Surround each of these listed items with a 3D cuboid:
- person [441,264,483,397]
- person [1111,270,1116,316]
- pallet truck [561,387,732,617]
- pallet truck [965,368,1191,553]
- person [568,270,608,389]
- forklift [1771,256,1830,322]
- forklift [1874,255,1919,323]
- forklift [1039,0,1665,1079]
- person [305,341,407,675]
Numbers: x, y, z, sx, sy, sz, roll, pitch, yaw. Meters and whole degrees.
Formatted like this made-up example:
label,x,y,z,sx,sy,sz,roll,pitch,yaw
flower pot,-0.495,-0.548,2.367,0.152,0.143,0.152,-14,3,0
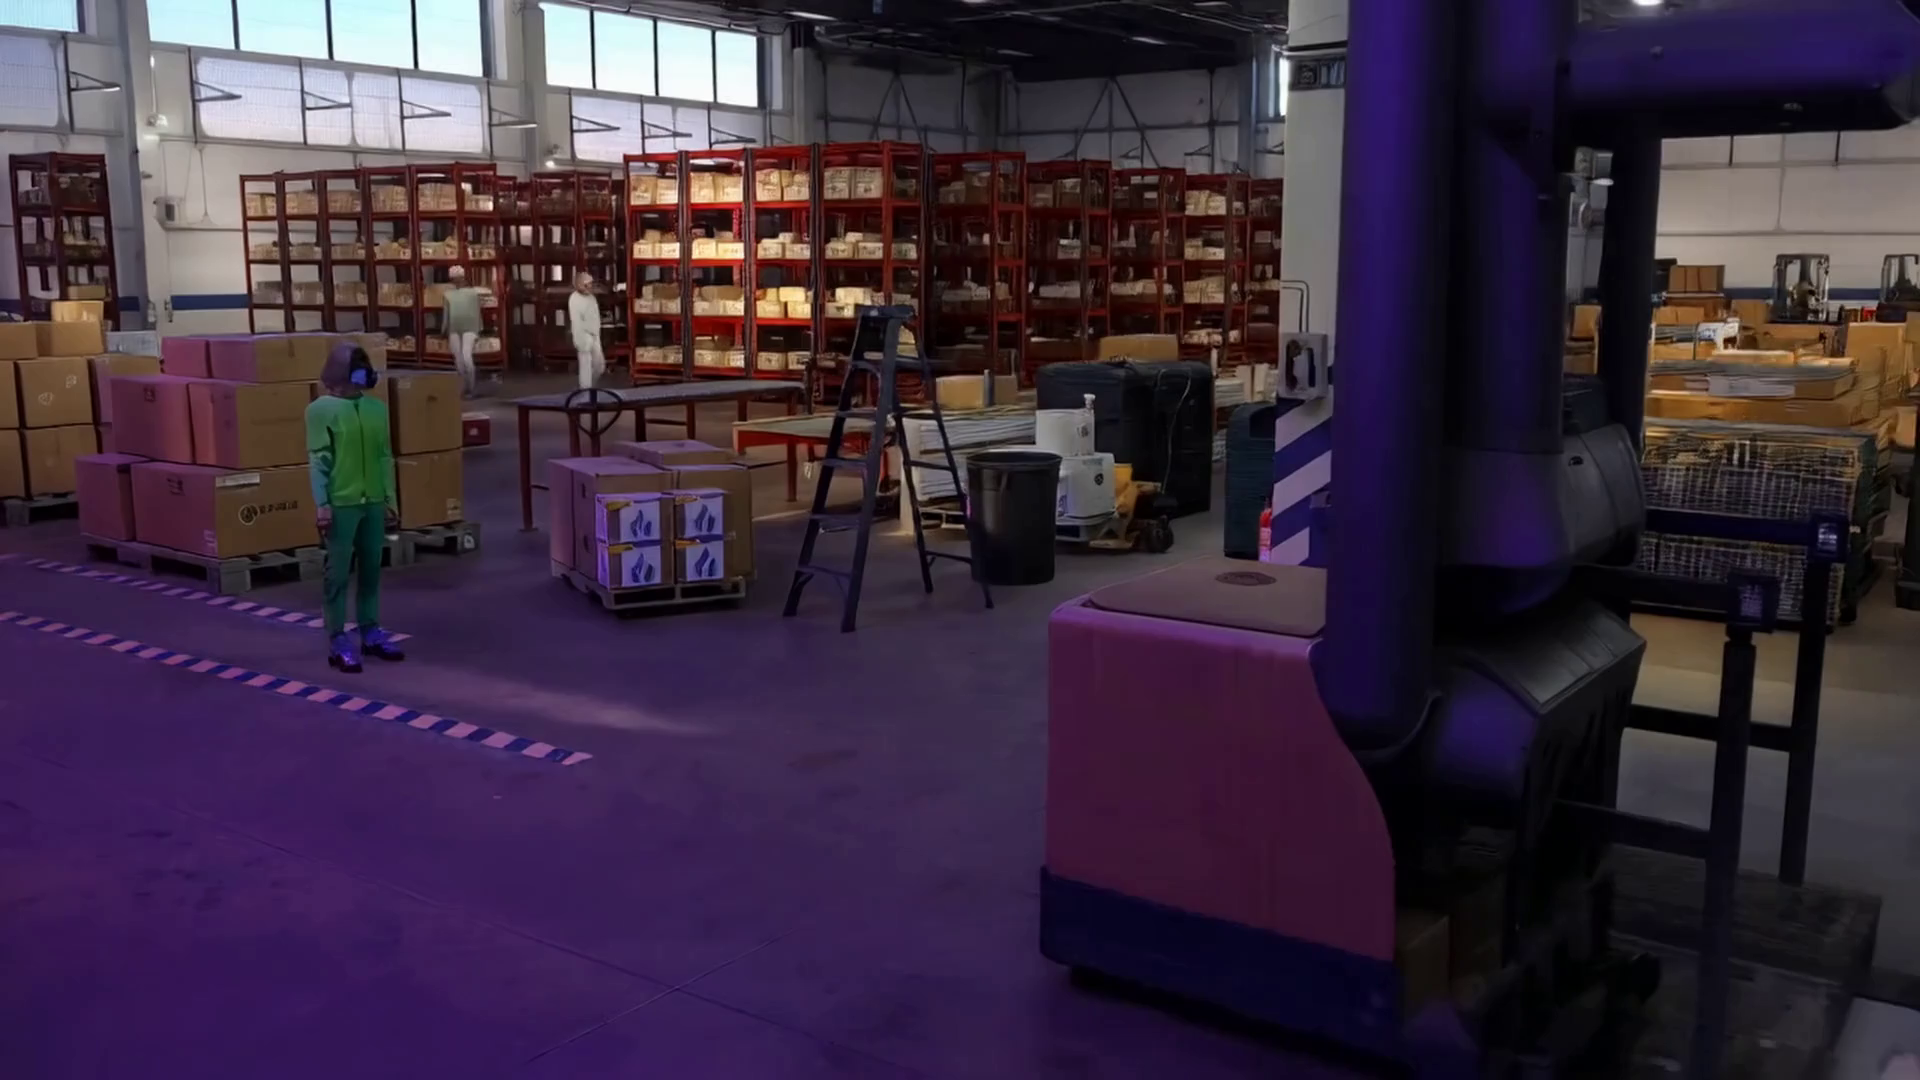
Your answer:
label,x,y,z,sx,sy,sz,roll,pitch,yaw
person,-7.404,-3.094,24.649,0.644,1.973,0.447,3,10,16
person,3.660,-5.393,38.738,0.564,1.846,0.390,3,10,19
pallet truck,-1.981,-0.274,10.088,0.680,1.201,1.601,-5,11,-28
pallet truck,0.845,-0.609,11.869,1.630,1.274,0.653,7,12,35
person,-5.105,-2.750,22.845,0.432,1.893,0.683,2,10,10
forklift,20.253,-5.854,40.139,1.157,1.987,2.680,7,12,35
forklift,22.089,-5.634,38.796,1.157,1.987,2.680,6,11,33
forklift,1.249,-0.137,4.360,1.873,2.768,1.129,7,12,35
person,-2.988,-0.164,8.227,0.279,1.633,0.505,5,11,25
